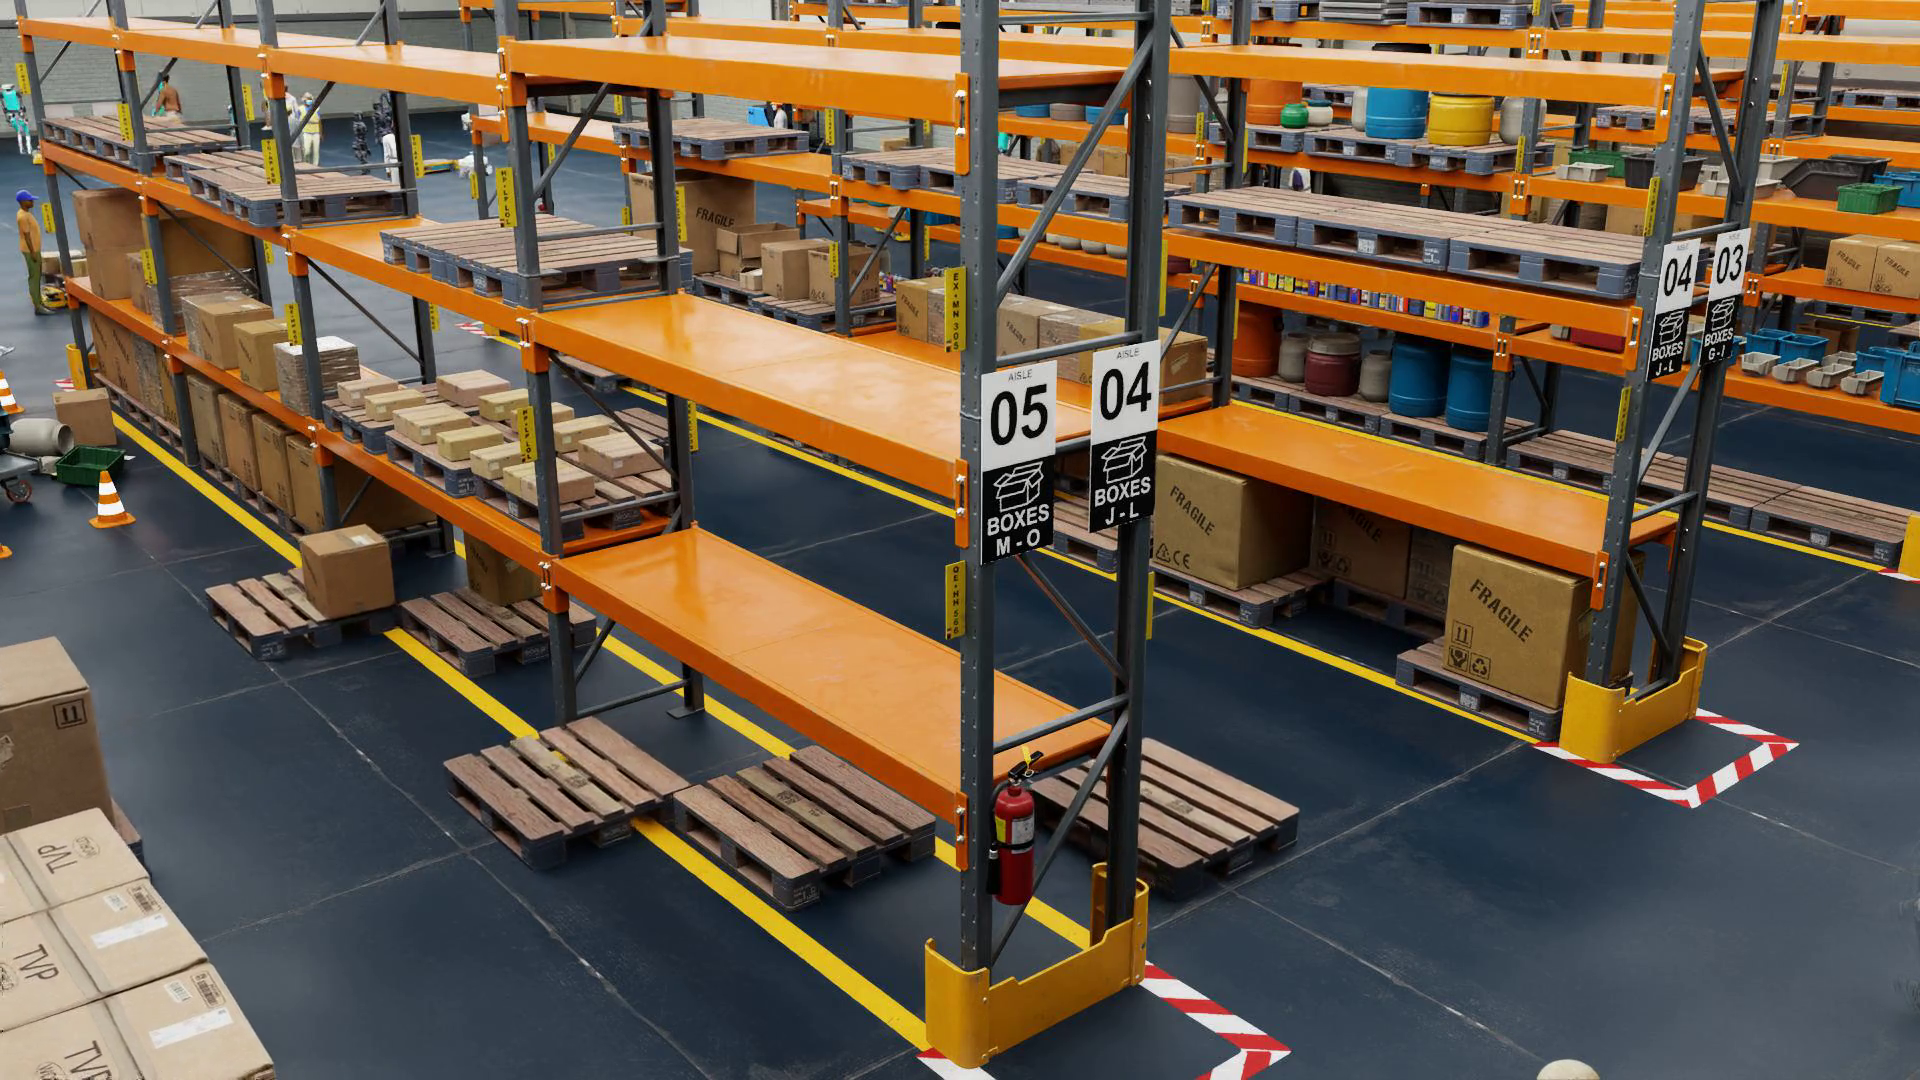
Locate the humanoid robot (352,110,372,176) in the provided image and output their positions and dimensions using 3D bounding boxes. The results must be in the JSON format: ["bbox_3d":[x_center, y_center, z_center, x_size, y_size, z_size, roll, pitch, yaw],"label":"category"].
[{"bbox_3d":[-12.795,-8.353,35.591,0.371,1.649,0.607,0,19,-1],"label":"humanoid robot"}]

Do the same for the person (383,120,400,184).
[{"bbox_3d":[-10.592,-7.031,31.532,0.573,1.877,0.343,-6,20,-17],"label":"person"}]

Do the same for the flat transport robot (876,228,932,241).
[{"bbox_3d":[-0.969,-5.523,29.655,0.659,0.231,1.431,-7,21,-20],"label":"flat transport robot"}]

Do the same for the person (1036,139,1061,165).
[{"bbox_3d":[1.647,-6.819,31.087,0.557,1.761,0.407,-6,20,-16],"label":"person"}]

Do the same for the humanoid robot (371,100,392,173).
[{"bbox_3d":[-13.197,-9.241,38.135,0.485,1.640,0.584,4,20,10],"label":"humanoid robot"}]

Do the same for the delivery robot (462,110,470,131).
[{"bbox_3d":[-14.028,-12.033,47.725,0.499,0.577,0.769,-12,23,-31],"label":"delivery robot"}]

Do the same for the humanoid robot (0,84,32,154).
[{"bbox_3d":[-23.686,-10.581,41.871,0.531,1.798,0.815,-3,20,-9],"label":"humanoid robot"}]

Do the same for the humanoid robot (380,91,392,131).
[{"bbox_3d":[-14.818,-11.093,43.361,0.599,1.657,0.315,-2,19,-6],"label":"humanoid robot"}]

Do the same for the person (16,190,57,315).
[{"bbox_3d":[-12.859,-3.994,23.118,0.349,1.718,0.438,-8,21,-21],"label":"person"}]

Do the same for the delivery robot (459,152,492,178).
[{"bbox_3d":[-11.001,-8.479,37.652,0.499,0.605,0.799,7,21,19],"label":"delivery robot"}]

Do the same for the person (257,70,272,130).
[{"bbox_3d":[-19.933,-12.748,47.805,0.488,1.864,0.543,-3,20,-7],"label":"person"}]

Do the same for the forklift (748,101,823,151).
[{"bbox_3d":[-4.526,-11.368,42.374,1.129,2.768,1.873,-15,24,-37],"label":"forklift"}]

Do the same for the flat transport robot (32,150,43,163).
[{"bbox_3d":[-22.251,-9.362,40.579,0.659,0.231,1.431,-10,22,-26],"label":"flat transport robot"}]

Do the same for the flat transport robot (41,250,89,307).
[{"bbox_3d":[-12.615,-3.611,24.212,0.659,0.231,1.431,18,26,41],"label":"flat transport robot"}]

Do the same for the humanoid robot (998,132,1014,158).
[{"bbox_3d":[0.687,-7.284,32.611,0.734,1.882,0.538,-12,23,-31],"label":"humanoid robot"}]

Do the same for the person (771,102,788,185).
[{"bbox_3d":[-3.923,-8.714,36.303,0.388,1.887,0.579,-1,19,-2],"label":"person"}]

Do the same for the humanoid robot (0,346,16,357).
[{"bbox_3d":[-12.175,-3.009,20.279,1.002,1.735,0.551,-4,20,-11],"label":"humanoid robot"}]

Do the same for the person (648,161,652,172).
[{"bbox_3d":[-5.076,-5.995,28.442,0.368,1.966,0.601,6,20,16],"label":"person"}]

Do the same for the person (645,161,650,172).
[{"bbox_3d":[-6.085,-7.596,33.340,0.469,1.738,0.346,-6,20,-15],"label":"person"}]

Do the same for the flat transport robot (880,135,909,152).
[{"bbox_3d":[-1.327,-8.147,37.123,0.659,0.231,1.431,-8,21,-21],"label":"flat transport robot"}]

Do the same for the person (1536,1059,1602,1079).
[{"bbox_3d":[1.684,2.342,4.965,0.375,1.796,0.602,-12,23,-31],"label":"person"}]

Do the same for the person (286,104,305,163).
[{"bbox_3d":[-14.629,-8.652,36.380,0.531,1.706,0.949,-9,21,-25],"label":"person"}]

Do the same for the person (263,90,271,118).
[{"bbox_3d":[-18.538,-11.629,44.890,0.408,1.679,0.566,-2,19,-6],"label":"person"}]

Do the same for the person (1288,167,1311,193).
[{"bbox_3d":[5.561,-5.532,27.327,0.436,1.826,0.622,9,21,24],"label":"person"}]

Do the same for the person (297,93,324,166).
[{"bbox_3d":[-14.652,-9.133,37.520,0.523,1.874,0.439,-10,22,-27],"label":"person"}]

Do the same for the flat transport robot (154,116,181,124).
[{"bbox_3d":[-19.903,-9.692,41.520,1.431,0.231,0.659,-6,20,-15],"label":"flat transport robot"}]

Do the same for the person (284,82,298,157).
[{"bbox_3d":[-16.415,-10.242,40.683,0.512,1.866,1.008,-4,20,-10],"label":"person"}]

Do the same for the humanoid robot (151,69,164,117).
[{"bbox_3d":[-22.435,-12.259,46.595,0.882,1.762,0.542,-17,26,-41],"label":"humanoid robot"}]

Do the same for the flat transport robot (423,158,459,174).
[{"bbox_3d":[-12.268,-8.670,38.611,0.659,0.231,1.431,11,22,28],"label":"flat transport robot"}]

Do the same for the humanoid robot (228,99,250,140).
[{"bbox_3d":[-16.510,-9.144,37.875,0.742,1.874,0.530,9,21,25],"label":"humanoid robot"}]

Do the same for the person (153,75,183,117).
[{"bbox_3d":[-20.945,-11.343,43.905,0.944,1.805,0.741,2,19,6],"label":"person"}]
